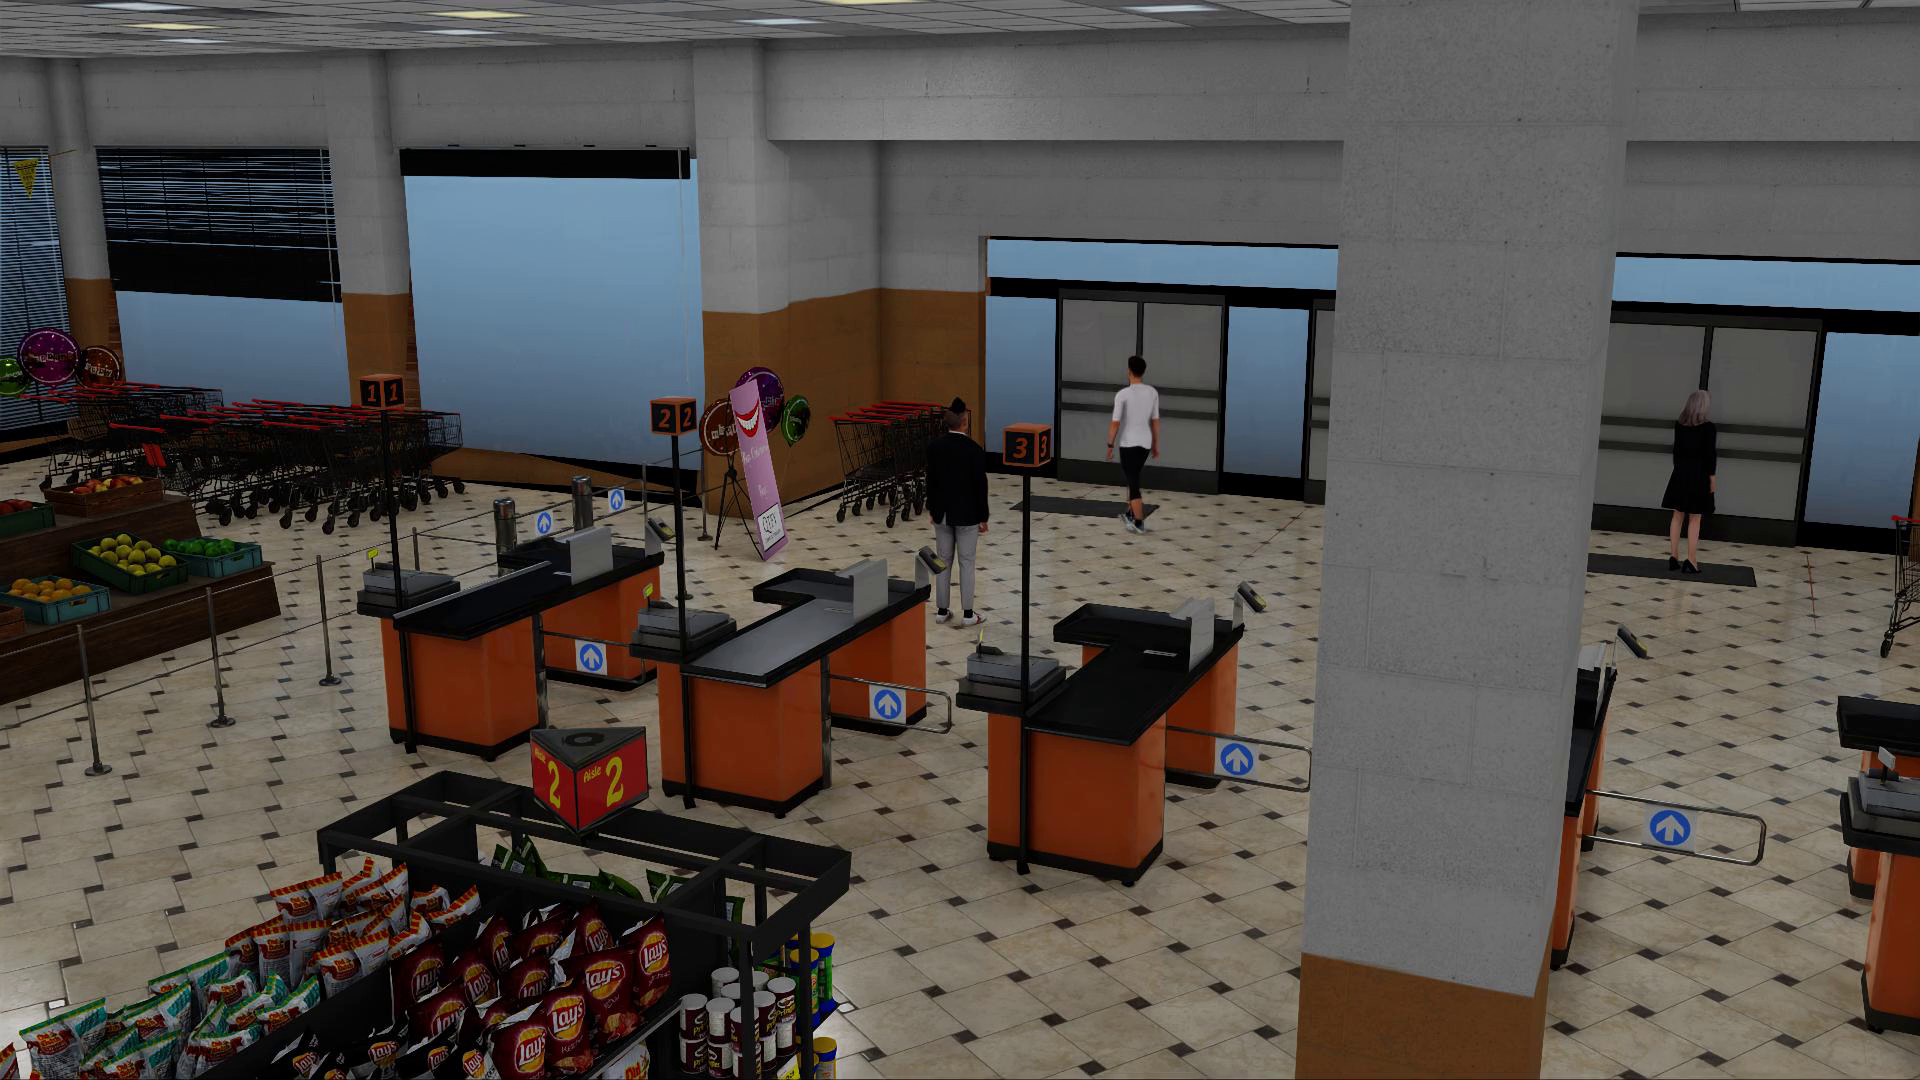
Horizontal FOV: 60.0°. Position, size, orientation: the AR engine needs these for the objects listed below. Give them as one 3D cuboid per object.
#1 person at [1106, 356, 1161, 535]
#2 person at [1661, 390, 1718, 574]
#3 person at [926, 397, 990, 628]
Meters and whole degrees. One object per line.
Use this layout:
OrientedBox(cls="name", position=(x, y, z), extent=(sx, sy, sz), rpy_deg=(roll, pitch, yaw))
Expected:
OrientedBox(cls="person", position=(1.858, -0.961, 17.169), extent=(0.972, 1.835, 1.014), rpy_deg=(-7, 15, -26))
OrientedBox(cls="person", position=(6.899, -0.551, 15.666), extent=(0.726, 1.746, 0.702), rpy_deg=(-9, 16, -33))
OrientedBox(cls="person", position=(-0.031, -0.248, 13.984), extent=(0.696, 1.950, 0.560), rpy_deg=(6, 15, 24))
